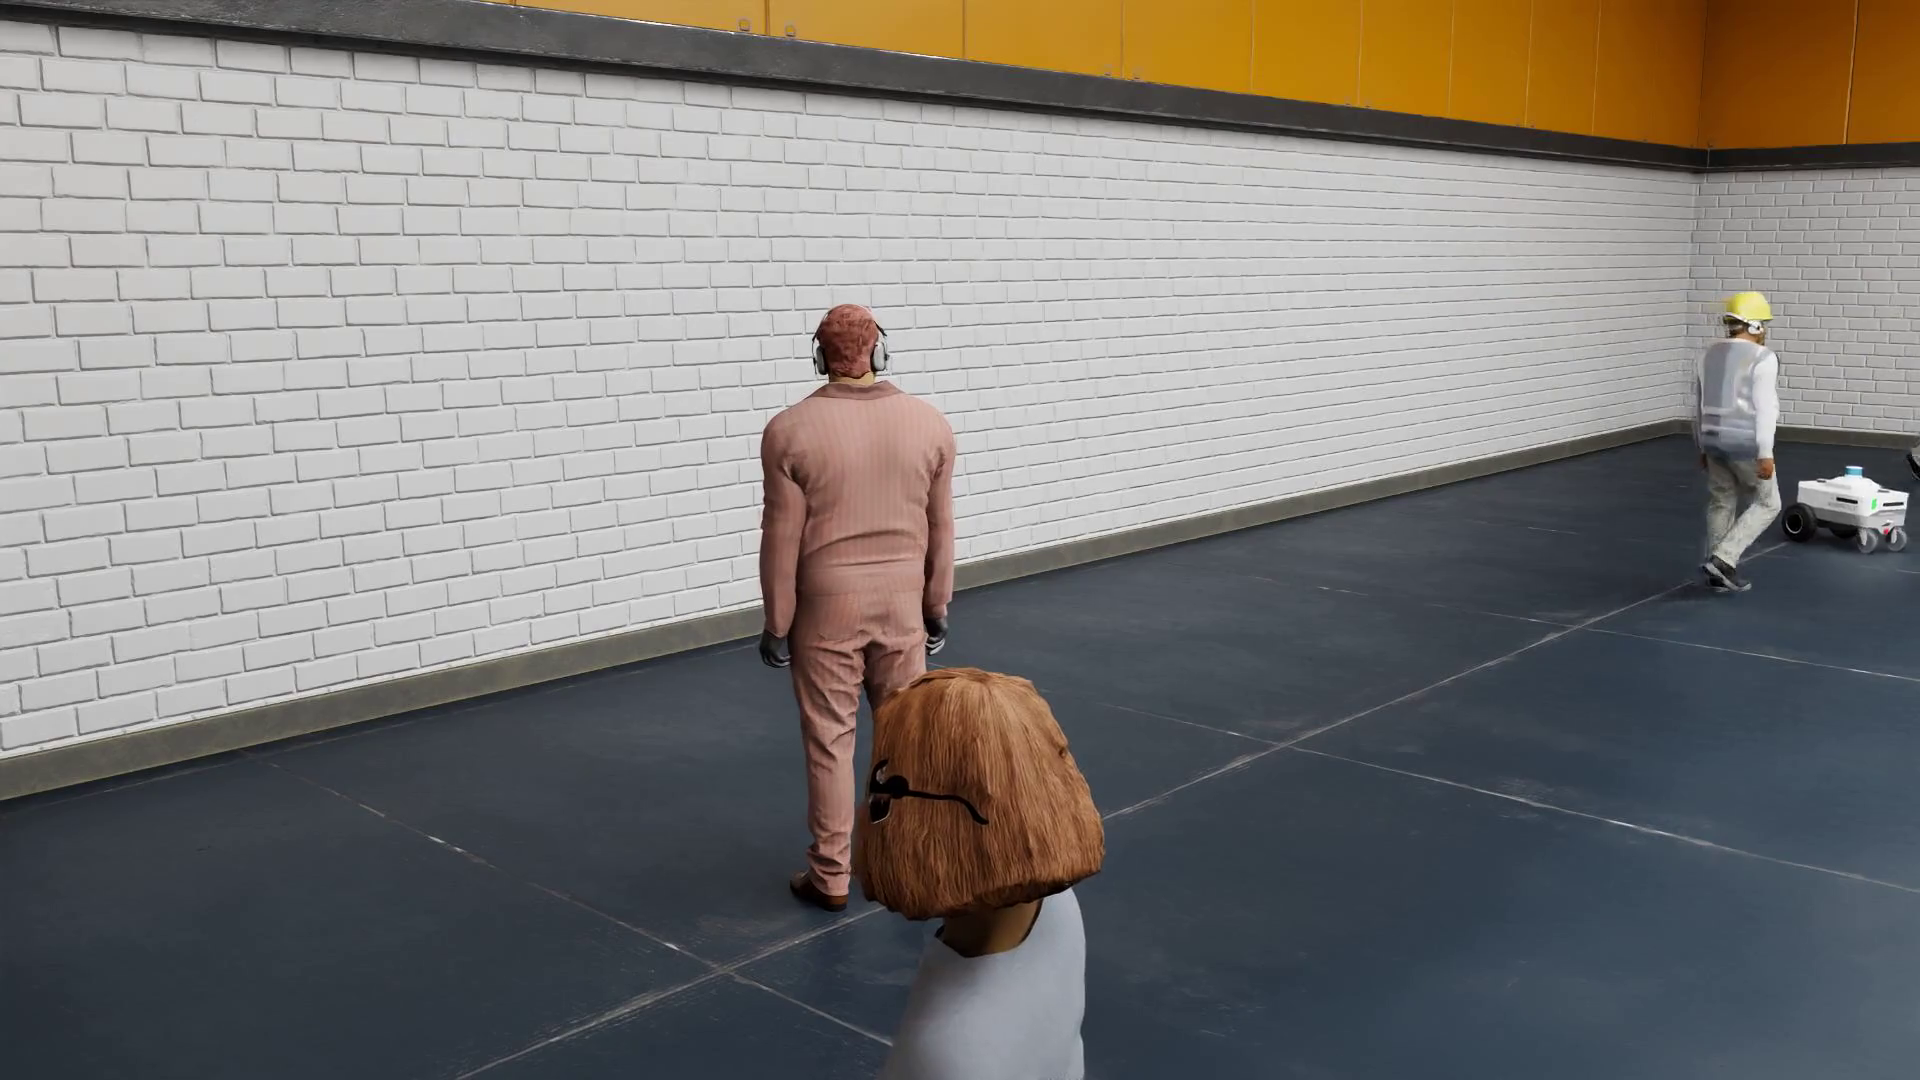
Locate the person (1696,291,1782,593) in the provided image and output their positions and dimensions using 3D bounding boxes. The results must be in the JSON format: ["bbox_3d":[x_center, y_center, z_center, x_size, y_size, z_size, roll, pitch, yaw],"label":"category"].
[{"bbox_3d":[4.649,-0.568,9.936,0.416,1.818,0.625,-3,10,-18],"label":"person"}]

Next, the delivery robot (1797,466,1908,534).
[{"bbox_3d":[6.205,-0.270,11.577,0.477,0.478,0.707,-3,11,-18],"label":"delivery robot"}]

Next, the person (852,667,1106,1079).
[{"bbox_3d":[0.019,0.941,1.877,0.278,1.634,0.498,2,10,11],"label":"person"}]

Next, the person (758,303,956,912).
[{"bbox_3d":[-0.335,0.212,5.264,0.651,1.904,0.401,-5,11,-24],"label":"person"}]

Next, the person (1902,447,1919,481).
[{"bbox_3d":[8.734,-1.330,14.385,0.625,1.794,0.814,-6,12,-30],"label":"person"}]
